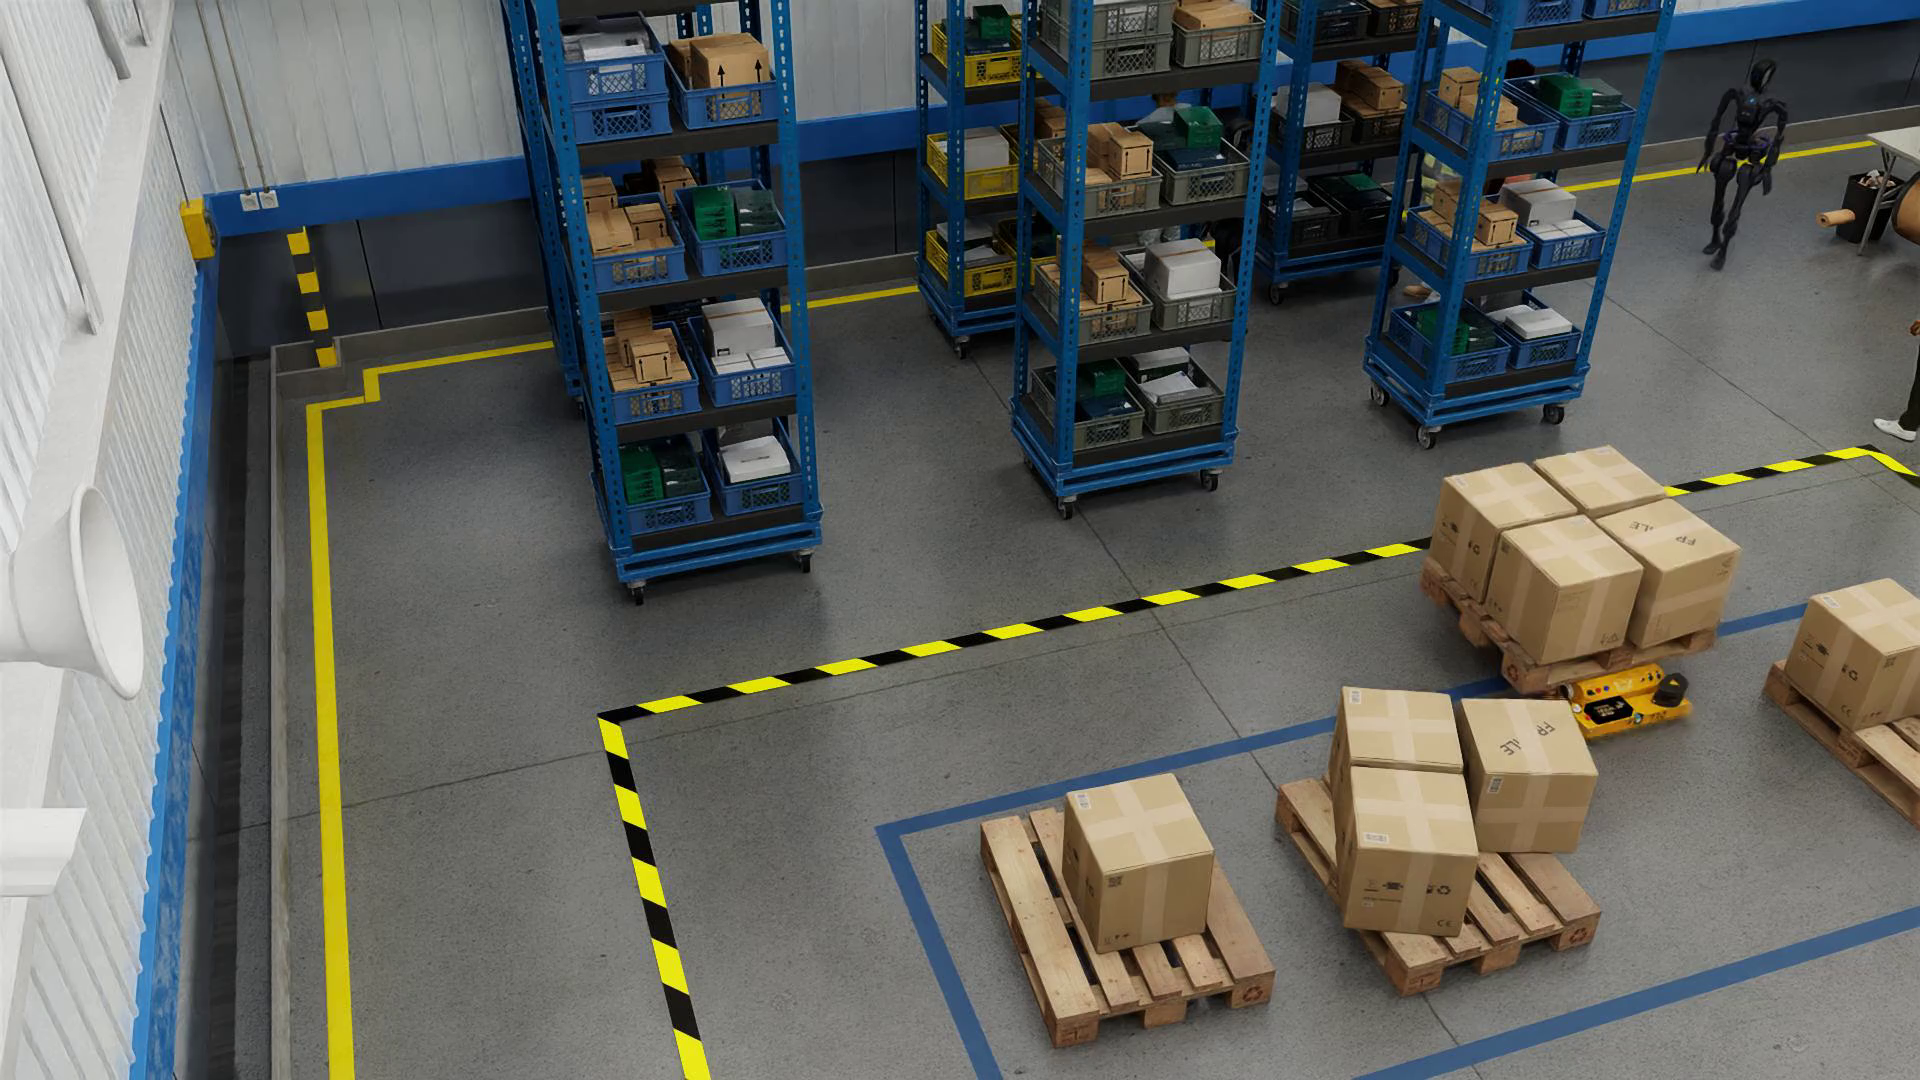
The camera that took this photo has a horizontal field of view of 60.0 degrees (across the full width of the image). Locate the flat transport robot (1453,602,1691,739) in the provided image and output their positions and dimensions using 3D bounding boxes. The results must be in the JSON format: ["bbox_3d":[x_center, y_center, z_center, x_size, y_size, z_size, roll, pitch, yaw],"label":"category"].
[{"bbox_3d":[3.347,0.524,9.289,0.652,0.197,1.431,-11,37,-15],"label":"flat transport robot"}]

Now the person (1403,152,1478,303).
[{"bbox_3d":[3.597,-2.543,12.294,0.429,1.846,0.626,6,36,8],"label":"person"}]

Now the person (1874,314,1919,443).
[{"bbox_3d":[6.462,-1.496,10.802,0.588,1.852,0.374,-11,37,-15],"label":"person"}]

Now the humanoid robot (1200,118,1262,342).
[{"bbox_3d":[1.970,-2.242,11.998,0.315,1.657,0.599,-17,39,-23],"label":"humanoid robot"}]

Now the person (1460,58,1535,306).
[{"bbox_3d":[3.970,-2.568,12.231,0.373,1.959,0.602,23,41,29],"label":"person"}]

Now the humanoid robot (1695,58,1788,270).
[{"bbox_3d":[6.097,-2.973,13.053,0.610,1.637,0.550,29,44,34],"label":"humanoid robot"}]

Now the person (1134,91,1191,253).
[{"bbox_3d":[1.461,-2.515,12.173,0.634,1.937,0.355,-26,43,-32],"label":"person"}]
